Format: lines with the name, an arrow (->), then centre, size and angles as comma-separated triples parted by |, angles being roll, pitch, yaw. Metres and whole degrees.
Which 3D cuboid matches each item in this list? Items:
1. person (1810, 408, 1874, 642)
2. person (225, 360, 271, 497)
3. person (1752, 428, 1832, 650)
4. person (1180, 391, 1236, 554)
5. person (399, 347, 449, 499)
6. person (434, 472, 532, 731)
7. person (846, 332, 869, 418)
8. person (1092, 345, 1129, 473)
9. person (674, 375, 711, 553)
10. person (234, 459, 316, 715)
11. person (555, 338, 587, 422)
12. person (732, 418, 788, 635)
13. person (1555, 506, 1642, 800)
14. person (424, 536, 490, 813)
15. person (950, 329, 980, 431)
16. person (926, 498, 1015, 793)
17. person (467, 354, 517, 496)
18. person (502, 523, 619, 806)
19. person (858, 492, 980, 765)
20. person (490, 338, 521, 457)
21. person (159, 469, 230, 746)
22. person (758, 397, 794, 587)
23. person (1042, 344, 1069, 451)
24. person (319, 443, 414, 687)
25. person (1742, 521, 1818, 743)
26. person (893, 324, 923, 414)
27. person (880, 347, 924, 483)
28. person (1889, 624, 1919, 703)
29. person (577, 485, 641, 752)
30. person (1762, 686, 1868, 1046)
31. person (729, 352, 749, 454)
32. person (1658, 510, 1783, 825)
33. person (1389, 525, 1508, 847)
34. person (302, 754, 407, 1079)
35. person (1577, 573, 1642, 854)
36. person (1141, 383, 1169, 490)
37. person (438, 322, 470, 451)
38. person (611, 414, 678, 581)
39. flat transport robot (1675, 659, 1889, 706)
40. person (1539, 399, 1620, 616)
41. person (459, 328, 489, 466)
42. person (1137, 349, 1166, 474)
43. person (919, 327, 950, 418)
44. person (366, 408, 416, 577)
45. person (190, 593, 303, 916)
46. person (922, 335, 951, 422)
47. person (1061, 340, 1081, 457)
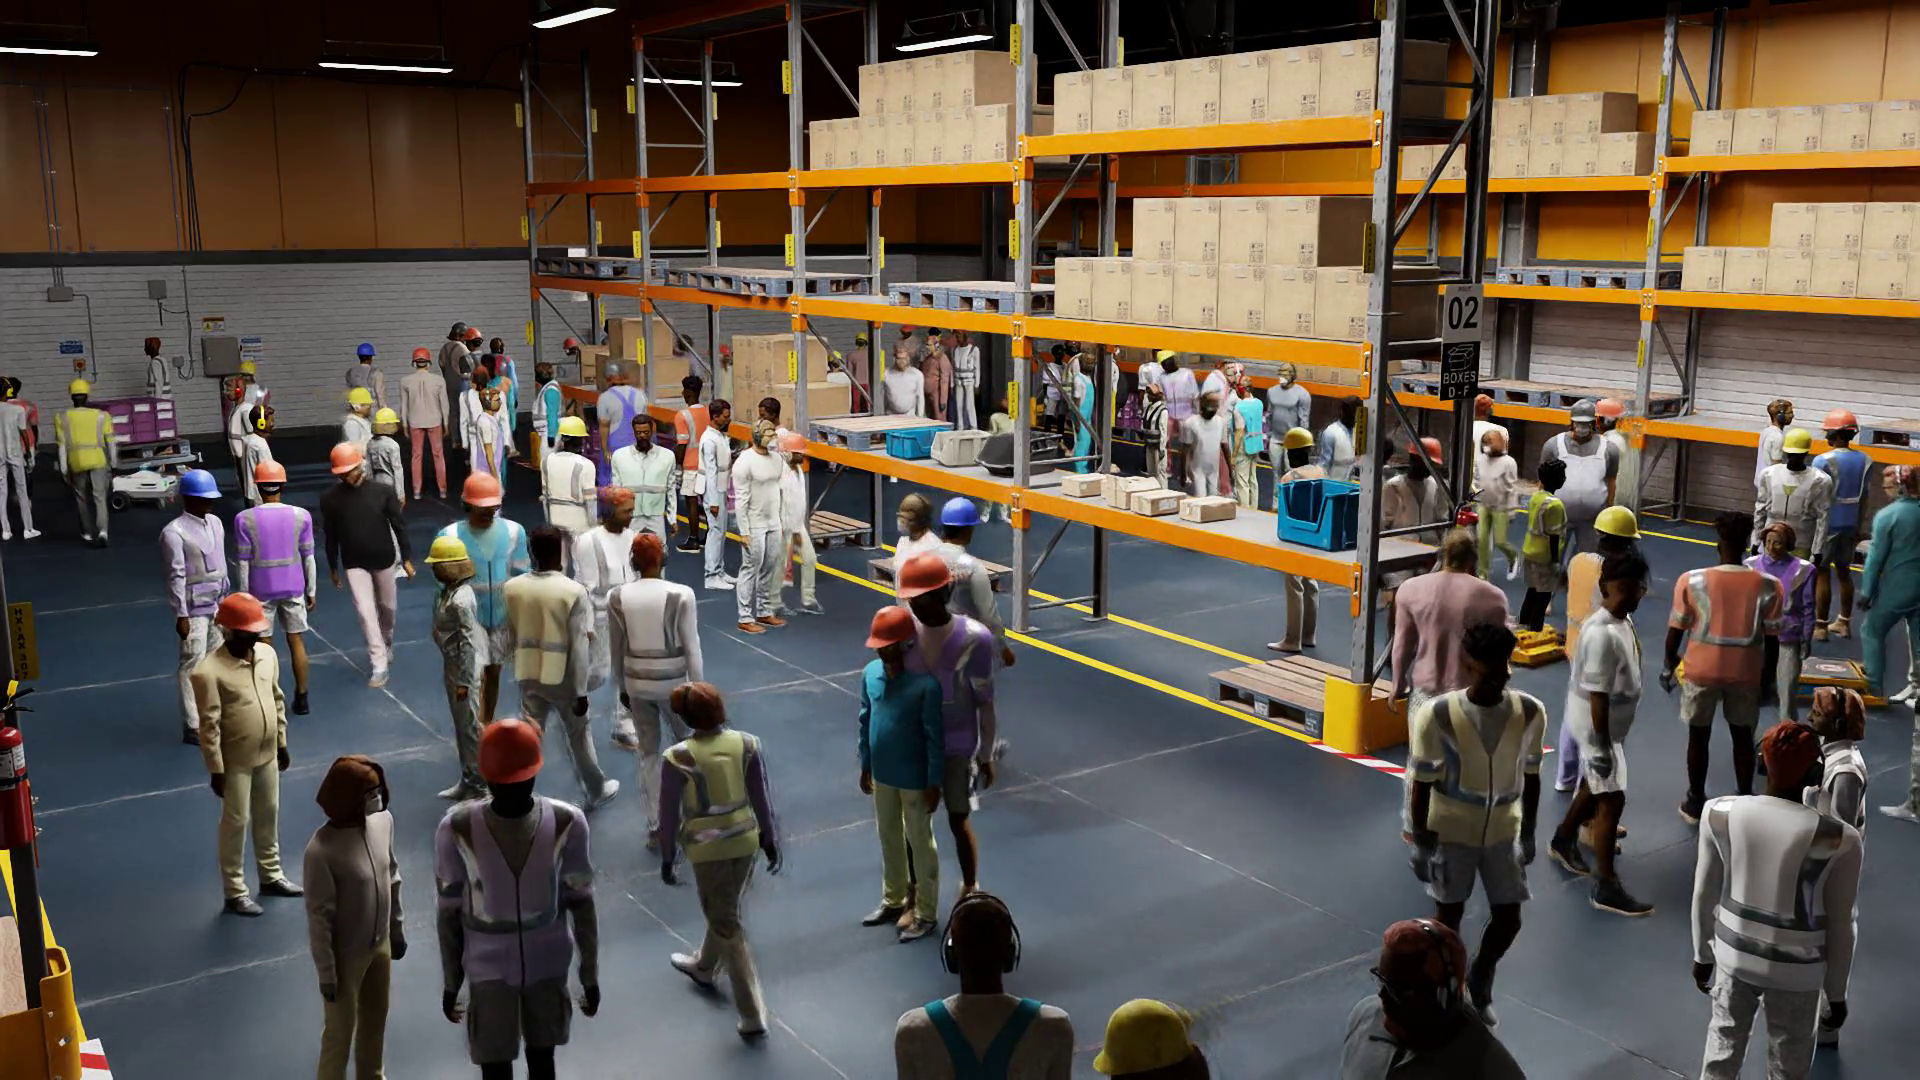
person -> 7.615, -0.132, 14.527 | 0.613, 2.040, 0.393 | -4, 12, -18
person -> -9.431, -1.475, 22.050 | 0.597, 1.801, 0.877 | -2, 11, -9
person -> 7.057, 0.000, 14.171 | 0.587, 1.920, 0.396 | 10, 15, 42
person -> 2.685, -0.733, 18.151 | 0.583, 1.822, 0.414 | -5, 12, -24
person -> -7.029, -1.533, 21.853 | 0.617, 1.986, 0.411 | -3, 11, -14
person -> -3.145, 0.541, 11.150 | 0.621, 2.006, 0.854 | -8, 14, -36
person -> -1.643, -2.597, 27.854 | 0.534, 1.766, 0.317 | -1, 11, -7
person -> 2.176, -2.003, 24.103 | 0.535, 2.000, 0.681 | 0, 11, -2
person -> -2.920, -0.840, 18.341 | 0.367, 1.966, 0.606 | 8, 13, 34
person -> -5.051, 0.363, 12.299 | 0.549, 1.925, 0.384 | -7, 13, -33
person -> -6.245, -2.378, 26.782 | 0.376, 1.744, 0.584 | 11, 15, 44
person -> -1.767, -0.123, 14.781 | 0.359, 1.931, 0.634 | 7, 13, 31
person -> 4.021, 0.729, 10.459 | 0.394, 1.913, 0.591 | -2, 11, -10
person -> -3.145, 0.829, 10.377 | 0.301, 1.742, 0.492 | -5, 12, -24
person -> 0.079, -2.575, 27.468 | 0.586, 1.879, 0.362 | 8, 14, 37
person -> 0.043, 0.670, 10.781 | 0.916, 1.901, 0.606 | -8, 13, -34
person -> -6.190, -1.525, 22.025 | 0.634, 1.897, 0.436 | -3, 11, -13
person -> -2.487, 0.827, 10.109 | 0.595, 1.862, 1.009 | 4, 12, 19
person -> -0.274, 0.621, 11.113 | 0.715, 1.911, 0.643 | -4, 12, -19
person -> -7.064, -2.185, 25.545 | 0.627, 1.844, 0.429 | 3, 11, 13
person -> -5.336, 0.463, 11.727 | 0.408, 1.942, 0.615 | 1, 11, 7
person -> -1.820, -0.479, 16.654 | 0.405, 1.909, 0.597 | -4, 12, -18
person -> 1.529, -2.228, 26.137 | 0.529, 1.697, 0.321 | -5, 12, -24
person -> -4.753, 0.147, 13.387 | 0.674, 1.943, 0.924 | -3, 11, -14
person -> 5.608, 0.672, 11.473 | 0.527, 1.628, 0.314 | 9, 14, 38
person -> -0.891, -2.814, 28.457 | 0.648, 1.957, 0.661 | 6, 13, 28
person -> -0.822, -1.751, 23.218 | 0.648, 1.893, 0.519 | 0, 11, 2
person -> 7.298, 0.348, 12.461 | 0.401, 1.894, 0.653 | -3, 11, -16
person -> -2.487, 0.527, 11.624 | 0.735, 1.858, 0.603 | 9, 14, 38
person -> 3.871, 1.450, 7.460 | 0.308, 1.641, 0.514 | 3, 11, 14
person -> -3.442, -2.131, 25.796 | 0.280, 1.636, 0.500 | -6, 12, -26
person -> 4.581, 0.785, 10.043 | 0.632, 1.957, 0.424 | 2, 11, 12
person -> 2.833, 0.867, 9.683 | 0.634, 1.939, 0.378 | 4, 12, 19
person -> -2.380, 1.629, 6.591 | 0.285, 1.627, 0.503 | 3, 12, 16
person -> 3.817, 0.970, 9.773 | 0.319, 1.697, 0.533 | 6, 13, 29
person -> 2.442, -1.141, 20.743 | 0.314, 1.632, 0.516 | -4, 12, -20
person -> -7.867, -2.438, 26.332 | 0.675, 2.000, 0.536 | 8, 13, 35
person -> -2.880, -0.204, 15.209 | 0.587, 1.920, 0.394 | -3, 11, -15
flat transport robot -> 6.381, 1.060, 12.971 | 1.431, 0.197, 0.652 | 4, 12, 18
person -> 5.693, -0.289, 15.329 | 0.683, 2.000, 0.536 | 3, 11, 15
person -> -7.184, -2.116, 24.677 | 0.378, 2.044, 0.607 | 7, 13, 30
person -> 2.826, -1.911, 23.860 | 0.599, 1.958, 0.374 | -3, 11, -14
person -> -0.433, -2.661, 27.966 | 0.527, 1.857, 0.368 | -1, 11, -3
person -> -5.884, -0.491, 17.130 | 0.492, 1.742, 0.323 | 7, 13, 33
person -> -3.783, 1.129, 8.852 | 0.354, 1.739, 0.570 | 4, 12, 19
person -> -0.395, -2.165, 25.313 | 0.401, 1.899, 0.636 | -6, 12, -27
person -> 1.767, -2.195, 25.633 | 0.430, 1.837, 0.629 | 1, 11, 4
